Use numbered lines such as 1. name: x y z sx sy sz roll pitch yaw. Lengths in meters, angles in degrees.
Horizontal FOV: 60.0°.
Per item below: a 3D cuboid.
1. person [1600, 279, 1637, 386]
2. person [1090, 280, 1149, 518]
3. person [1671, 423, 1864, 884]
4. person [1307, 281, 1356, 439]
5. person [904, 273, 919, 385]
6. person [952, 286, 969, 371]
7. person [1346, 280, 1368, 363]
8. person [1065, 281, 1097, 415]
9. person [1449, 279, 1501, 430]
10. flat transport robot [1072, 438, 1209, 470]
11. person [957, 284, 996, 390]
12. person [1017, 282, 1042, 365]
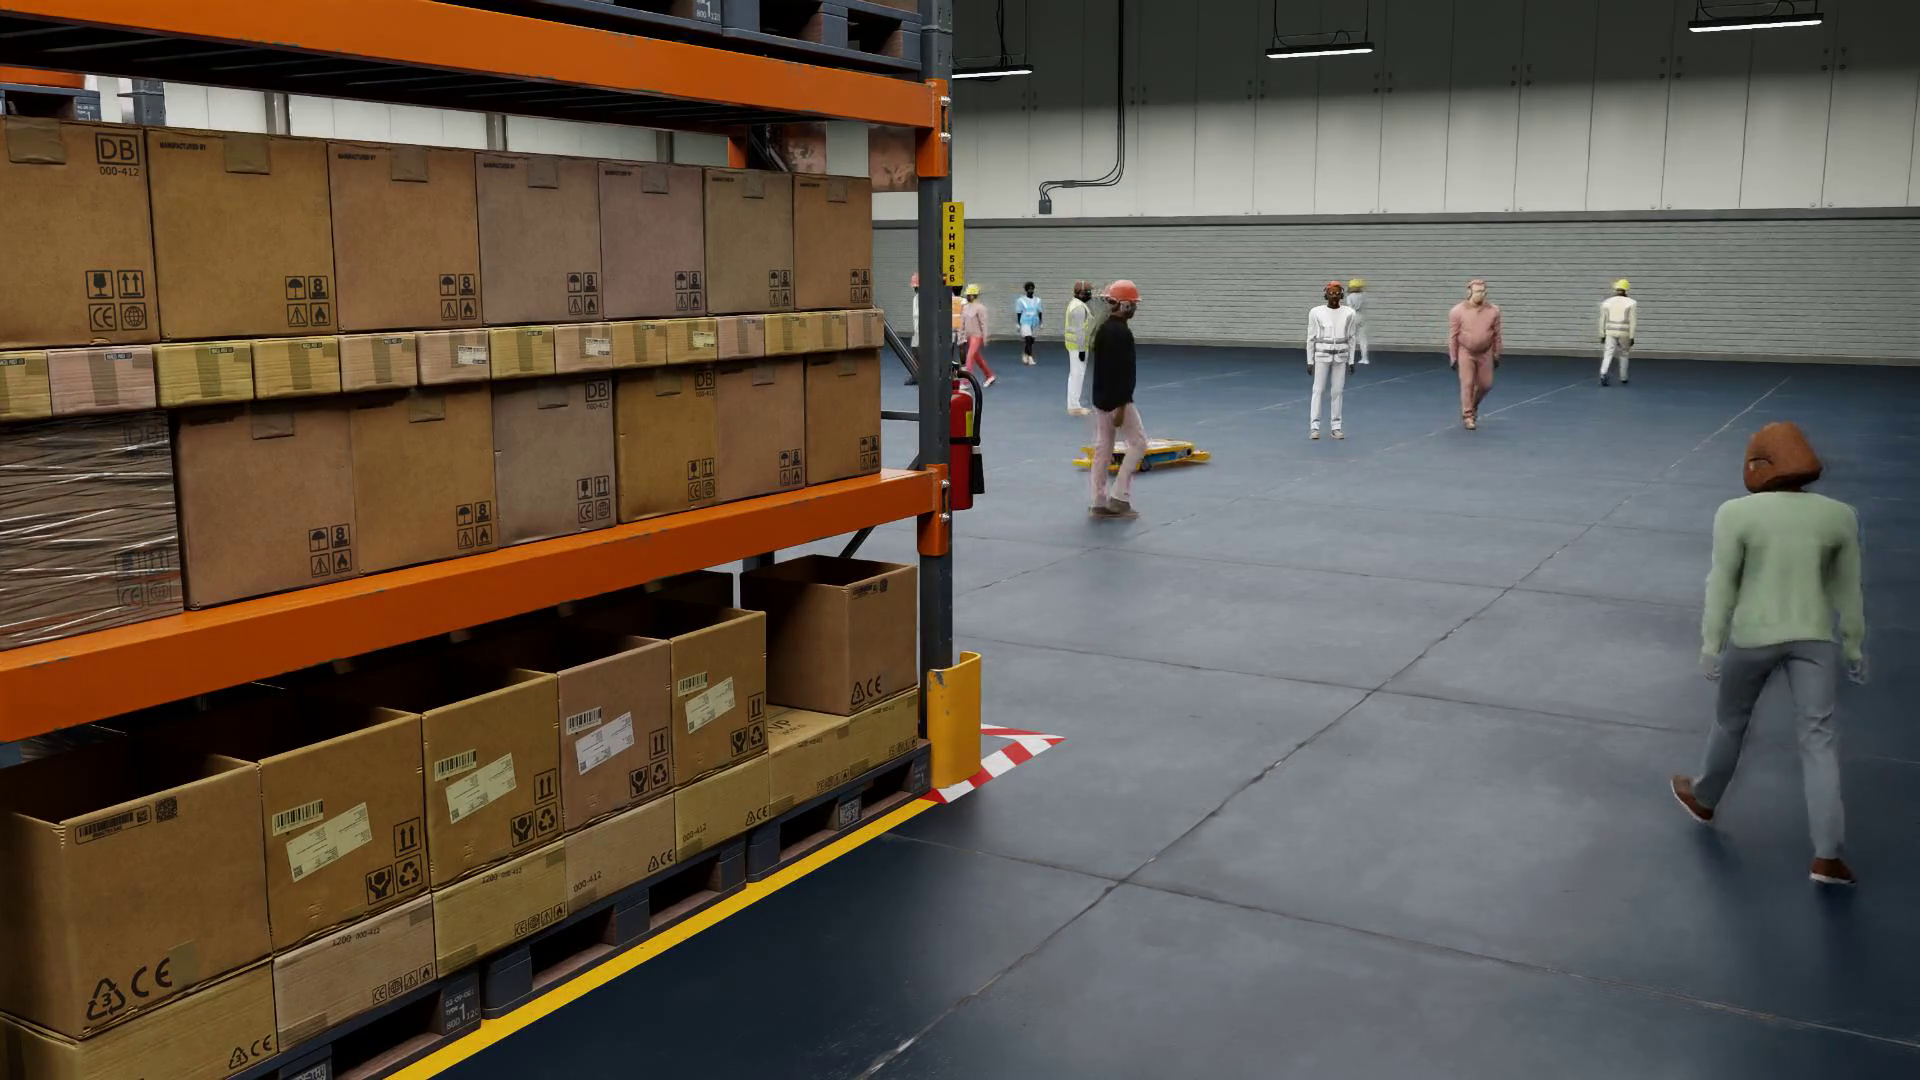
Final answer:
1. person: 11.022 -3.476 27.905 0.600 1.803 0.874 8 12 39
2. person: 1.316 -1.152 13.765 0.522 1.975 0.613 -4 10 -21
3. person: 2.959 0.374 6.004 0.574 1.572 0.904 1 10 7
4. person: 4.417 -2.135 19.799 0.577 1.882 0.349 0 10 0
5. person: -0.541 -3.562 28.154 0.896 1.894 0.551 -7 12 -36
6. person: -0.052 -3.948 30.962 0.535 1.697 0.318 3 10 16
7. person: 8.000 -4.449 33.904 0.505 1.692 0.916 -7 12 -34
8. person: 1.660 -2.635 22.886 0.430 1.835 0.627 0 10 0
9. person: 6.500 -2.352 21.040 0.658 1.889 0.581 0 10 1
10. flat transport robot: 1.882 -0.893 17.239 1.431 0.197 0.652 -9 13 -43
11. person: 0.266 -3.347 27.368 0.910 1.726 0.522 -7 12 -36
12. person: 1.376 -4.352 33.420 0.536 1.671 0.787 -4 10 -22
